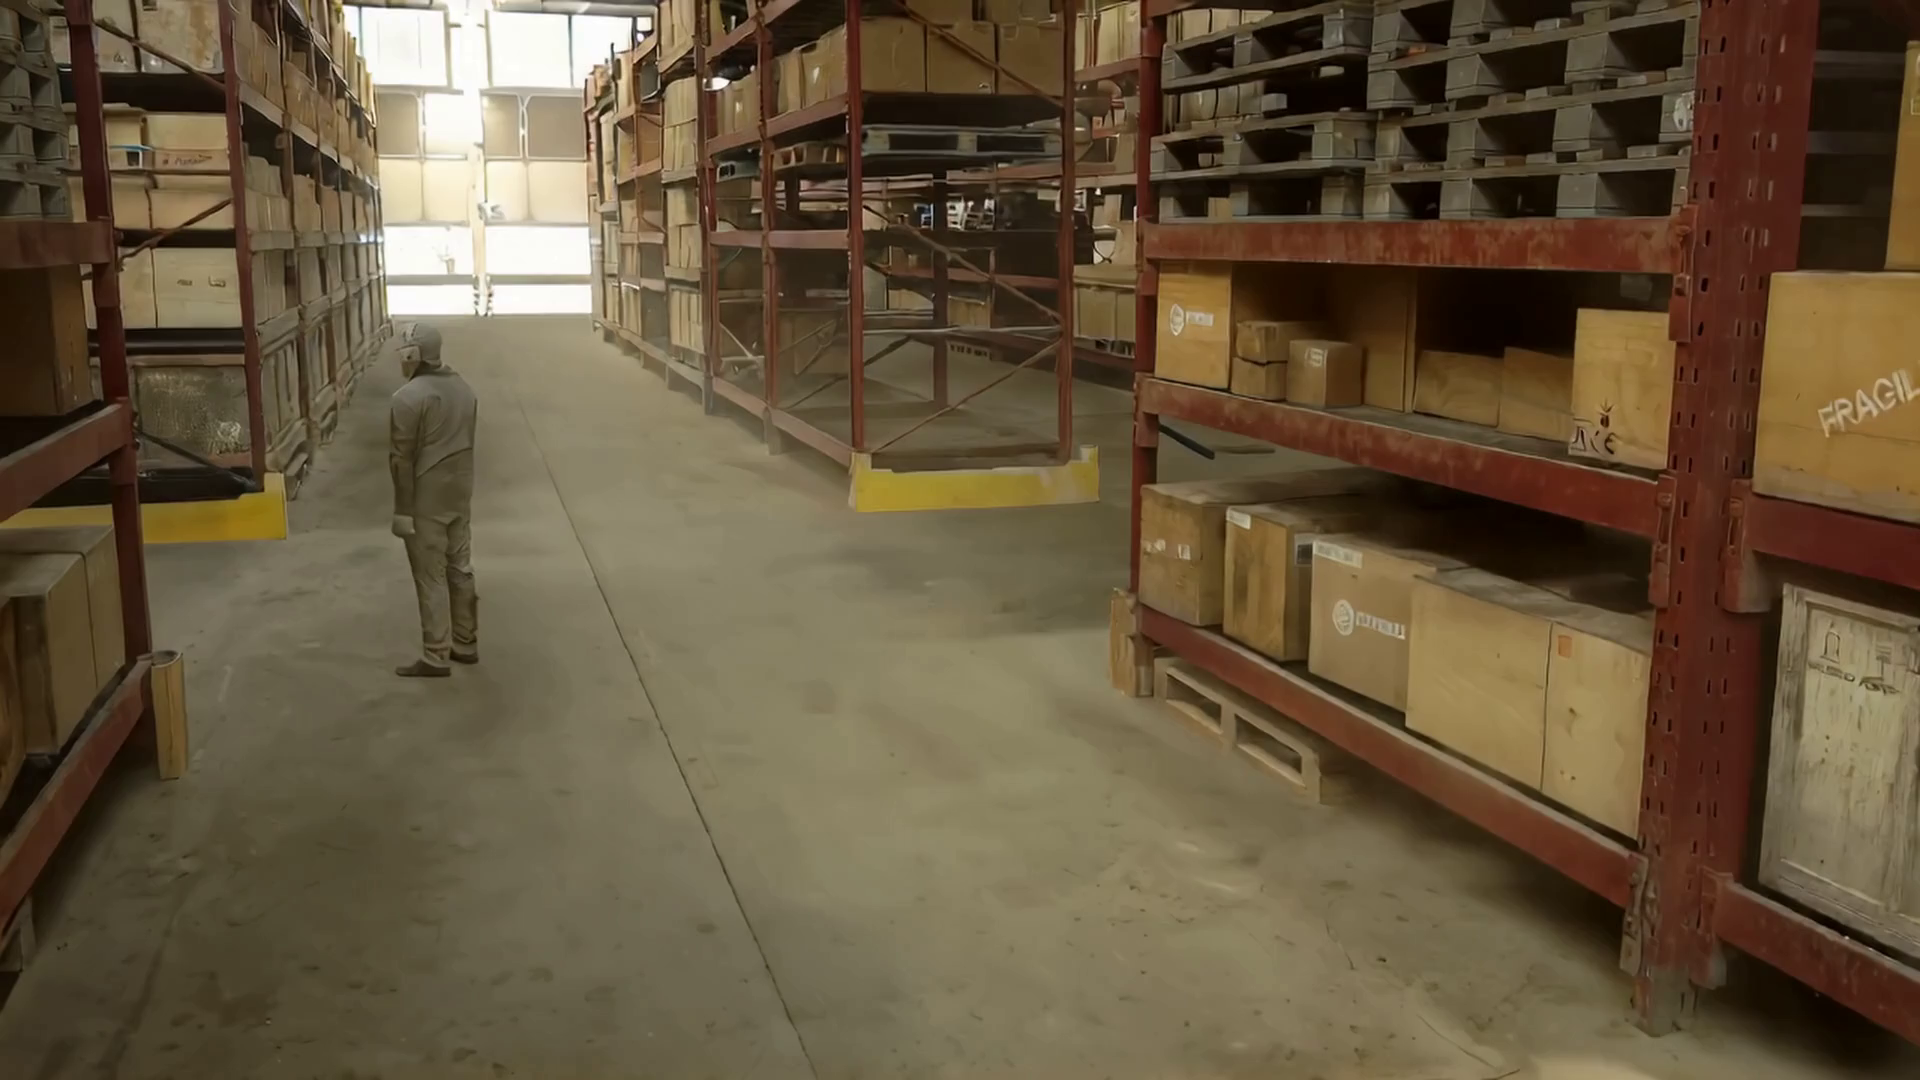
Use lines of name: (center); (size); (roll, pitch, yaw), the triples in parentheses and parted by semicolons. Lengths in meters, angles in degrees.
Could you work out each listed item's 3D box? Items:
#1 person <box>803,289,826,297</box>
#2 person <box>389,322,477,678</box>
person: (-3.202, -5.177, 36.361); (0.627, 1.812, 0.542); (-6, 12, -30)
person: (-2.852, -0.217, 8.958); (0.400, 1.901, 0.642); (2, 11, 13)
